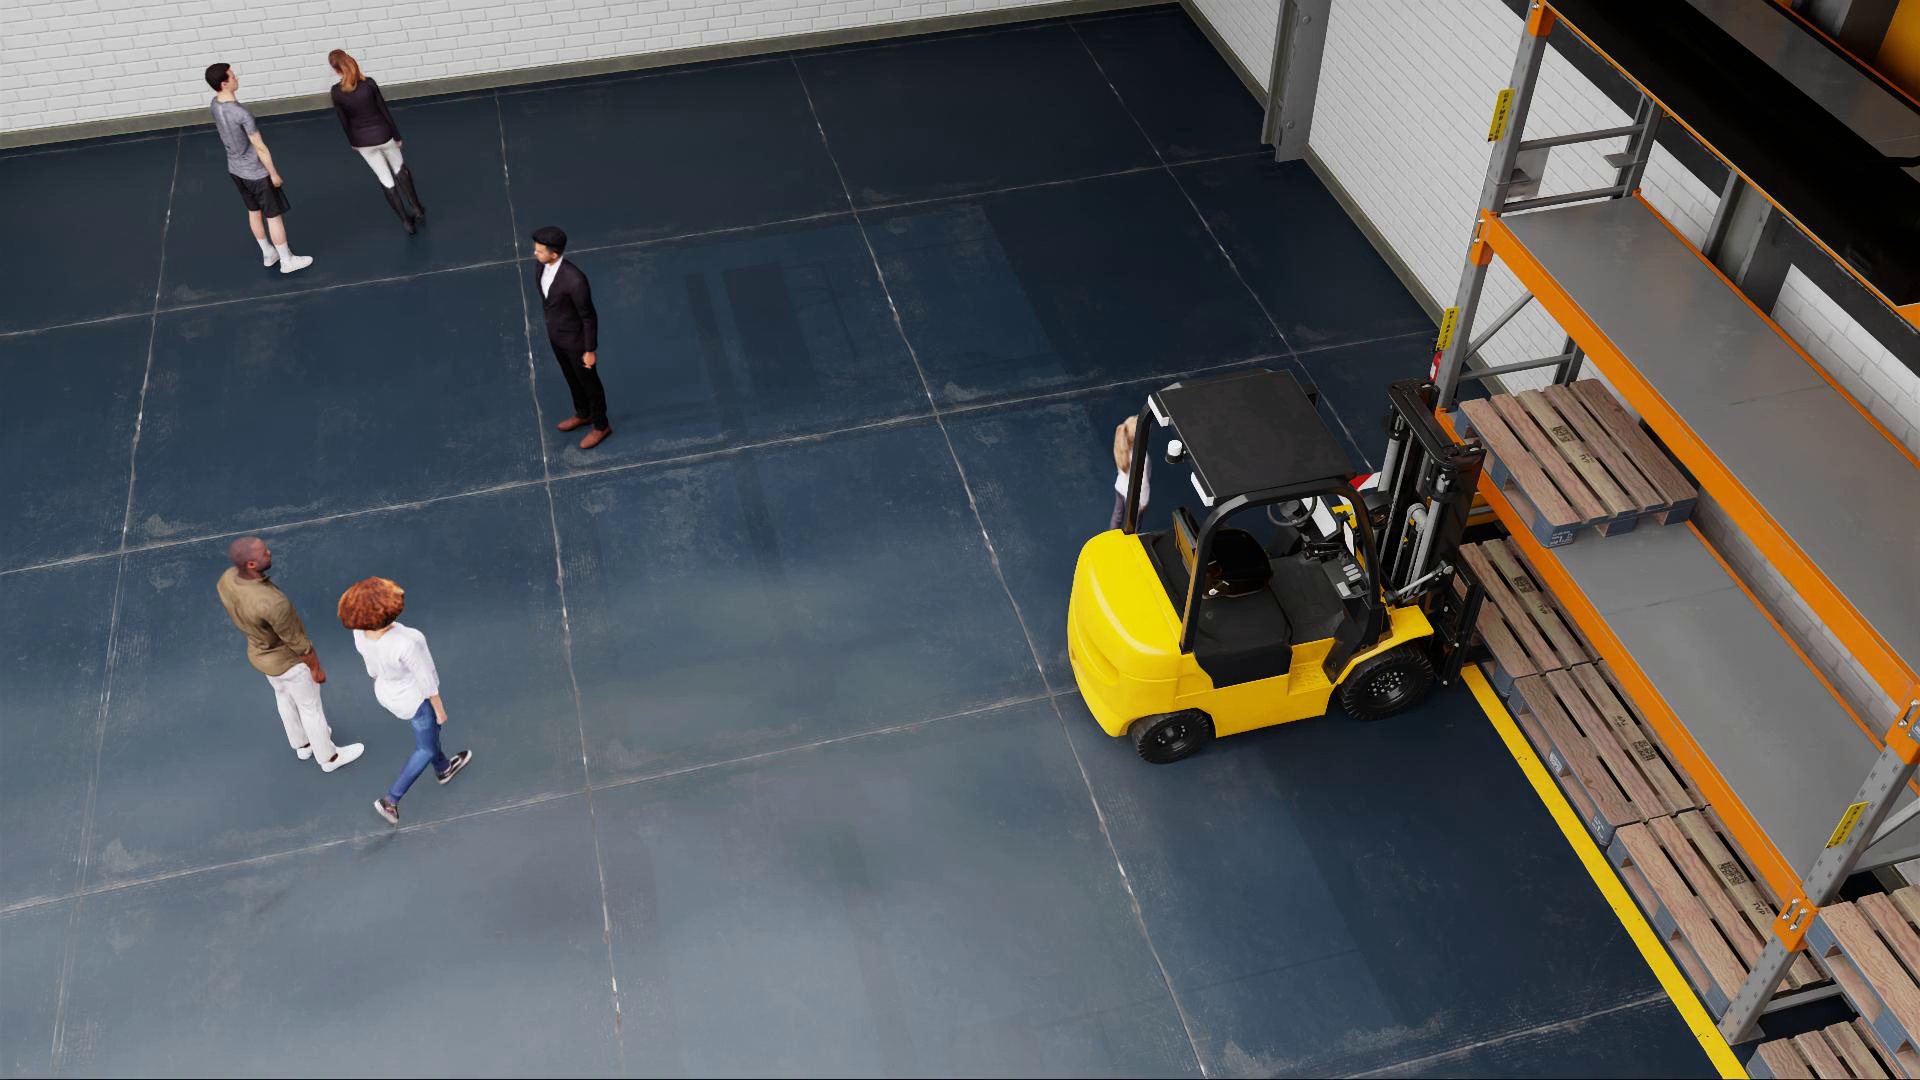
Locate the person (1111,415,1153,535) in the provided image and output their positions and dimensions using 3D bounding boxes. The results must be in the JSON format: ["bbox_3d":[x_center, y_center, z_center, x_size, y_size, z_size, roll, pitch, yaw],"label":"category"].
[{"bbox_3d":[1.164,-0.340,11.371,0.589,1.279,0.488,-20,47,-20],"label":"person"}]

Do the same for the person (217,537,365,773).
[{"bbox_3d":[-4.027,0.691,9.893,0.774,1.824,0.852,24,49,24],"label":"person"}]

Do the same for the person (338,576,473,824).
[{"bbox_3d":[-3.290,0.963,9.703,1.021,1.693,1.066,24,49,23],"label":"person"}]

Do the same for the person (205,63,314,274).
[{"bbox_3d":[-5.904,-3.083,13.820,0.719,1.874,0.800,26,49,25],"label":"person"}]

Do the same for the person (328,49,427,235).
[{"bbox_3d":[-5.012,-3.343,14.212,0.674,1.708,0.616,-8,44,-8],"label":"person"}]

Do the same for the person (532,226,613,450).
[{"bbox_3d":[-2.831,-1.513,12.169,0.834,1.877,0.687,-33,53,-30],"label":"person"}]
